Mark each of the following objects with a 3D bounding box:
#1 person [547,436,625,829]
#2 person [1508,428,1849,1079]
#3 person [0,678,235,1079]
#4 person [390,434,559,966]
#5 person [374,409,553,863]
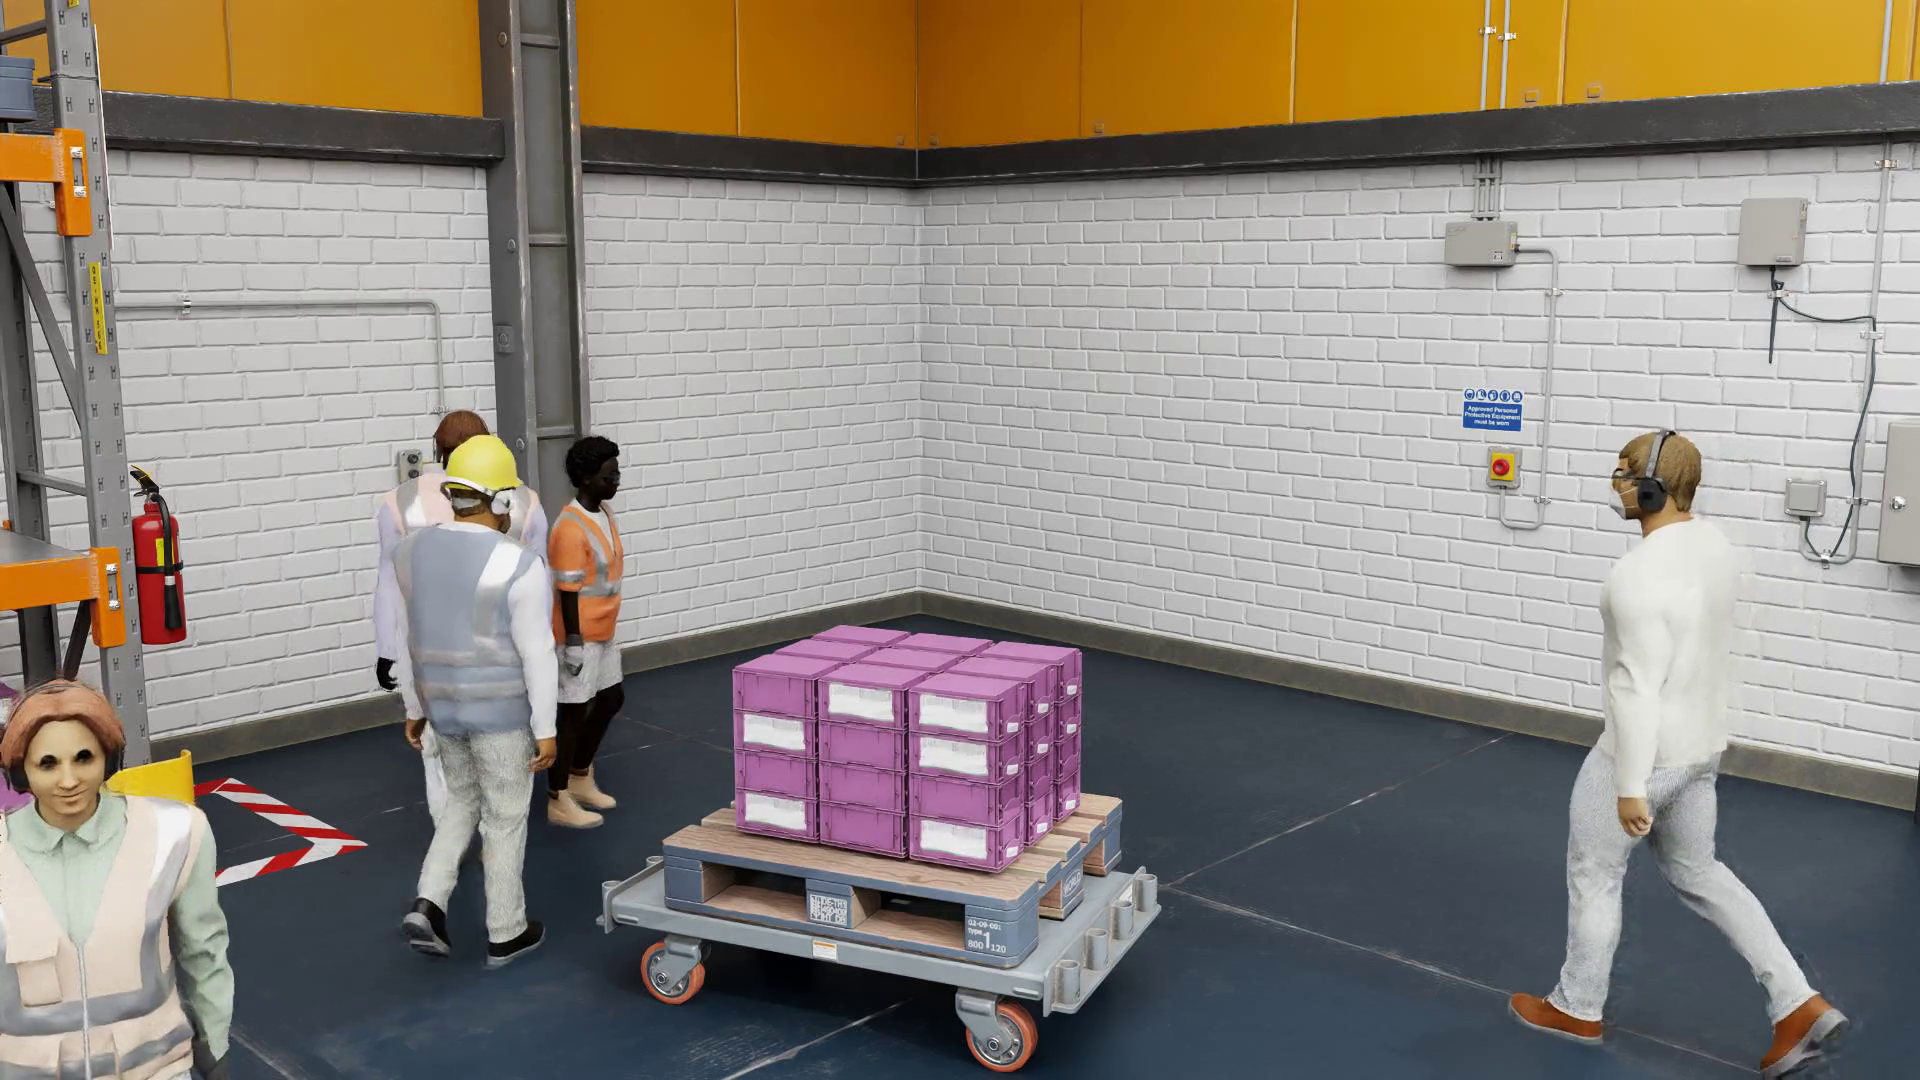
[{"bbox_3d":[-1.587,0.393,7.034,0.379,1.672,0.544,1,9,4],"label":"person"},{"bbox_3d":[2.115,0.631,4.847,0.626,1.916,0.877,-8,12,-39],"label":"person"},{"bbox_3d":[-1.643,1.054,3.142,0.528,1.622,0.373,-5,11,-28],"label":"person"},{"bbox_3d":[-1.610,0.561,5.543,0.615,1.819,0.467,4,10,22],"label":"person"},{"bbox_3d":[-1.941,0.396,6.556,0.670,1.821,0.528,-3,10,-18],"label":"person"}]
